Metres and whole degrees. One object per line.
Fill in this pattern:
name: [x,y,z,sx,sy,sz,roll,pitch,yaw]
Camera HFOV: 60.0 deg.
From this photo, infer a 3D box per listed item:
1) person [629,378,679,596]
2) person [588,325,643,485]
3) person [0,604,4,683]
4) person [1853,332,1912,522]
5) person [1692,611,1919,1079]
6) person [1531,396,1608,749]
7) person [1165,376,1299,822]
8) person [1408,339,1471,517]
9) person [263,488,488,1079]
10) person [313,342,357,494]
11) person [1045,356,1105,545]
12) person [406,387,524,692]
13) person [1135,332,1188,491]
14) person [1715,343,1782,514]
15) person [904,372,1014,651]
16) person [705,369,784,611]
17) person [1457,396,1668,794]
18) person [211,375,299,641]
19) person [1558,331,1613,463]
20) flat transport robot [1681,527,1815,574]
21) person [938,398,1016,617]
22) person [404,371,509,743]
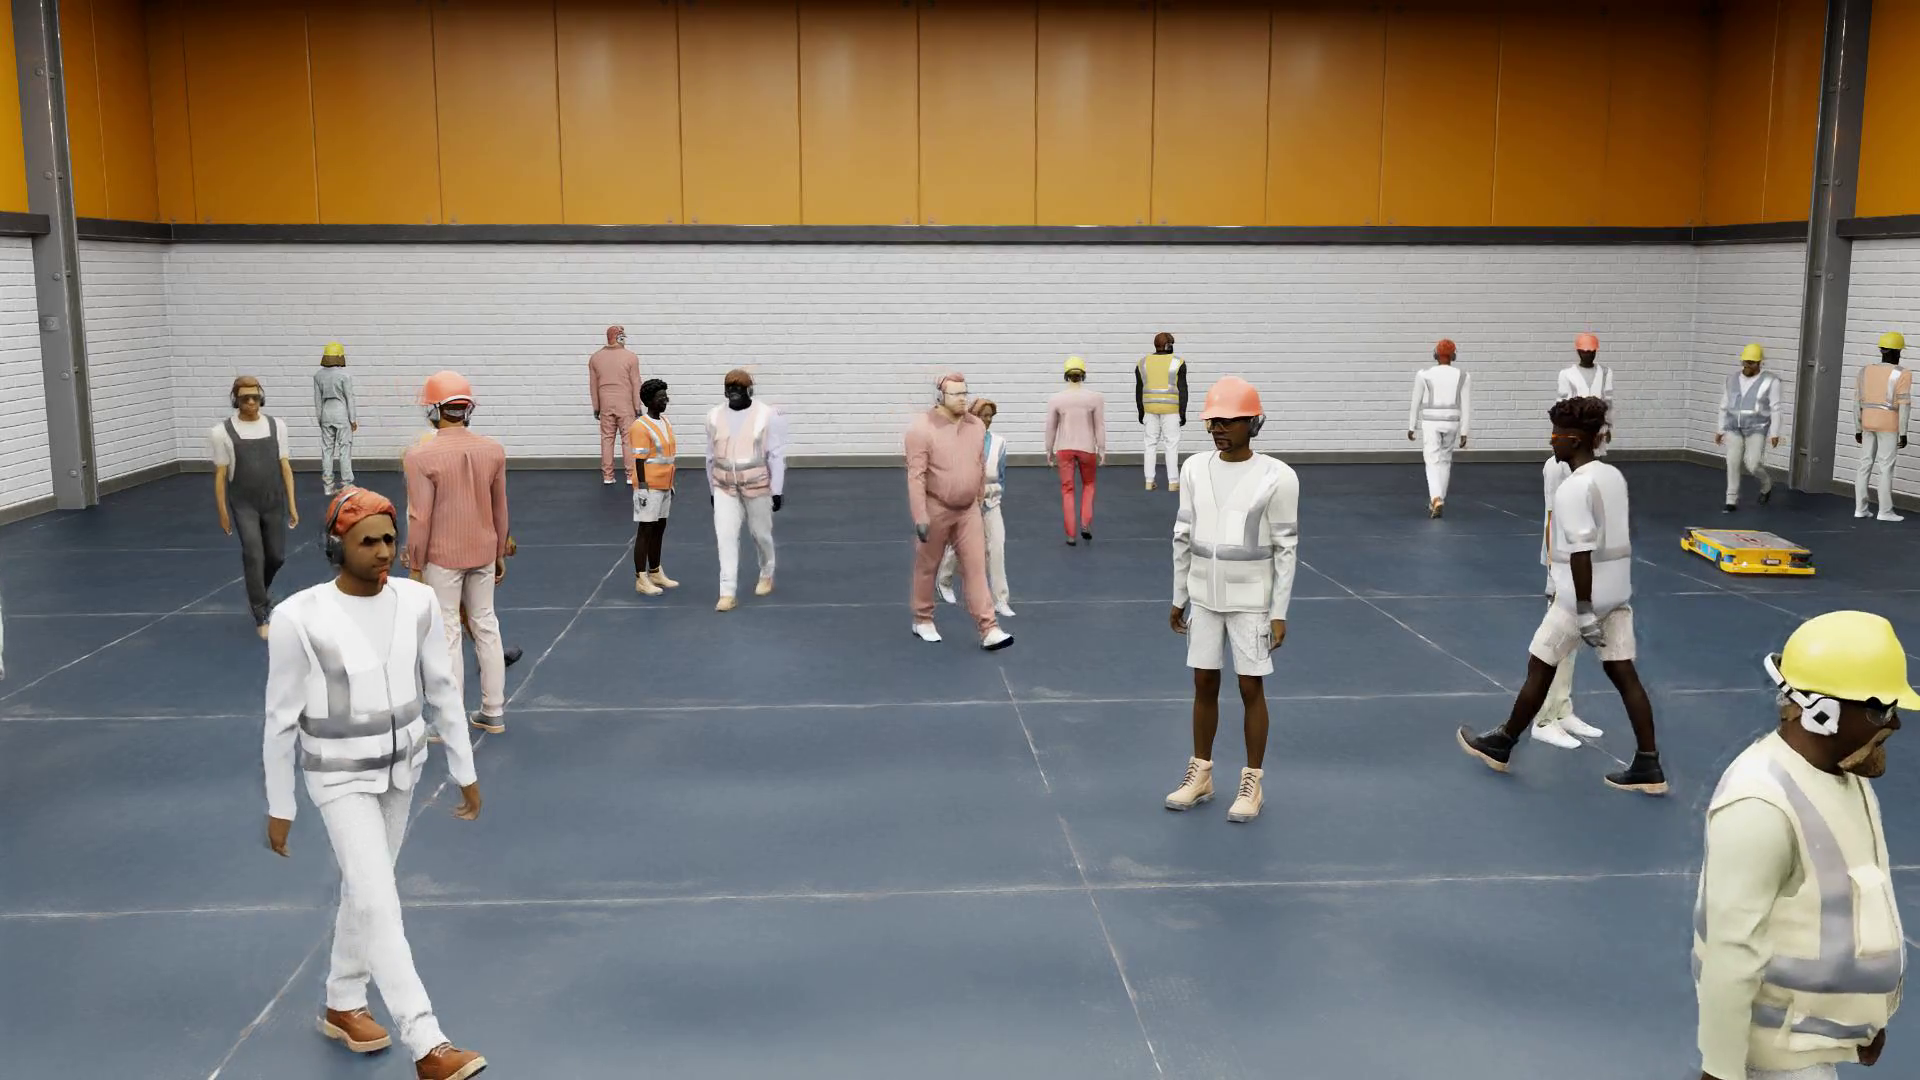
person: [-2.400,-0.421,13.080,0.317,1.695,0.540,3,9,16]
person: [-4.076,-1.599,19.835,0.641,1.904,0.401,2,9,13]
person: [-4.554,0.532,7.441,0.513,1.587,0.866,-4,10,-25]
person: [9.401,-1.153,16.954,0.386,1.927,0.589,-4,10,-25]
person: [1.868,1.039,3.595,0.768,1.796,0.617,8,12,41]
person: [3.280,0.163,8.881,0.328,1.870,0.510,8,12,42]
person: [1.233,0.272,7.641,0.605,2.045,0.381,7,11,36]
person: [5.010,-1.164,17.298,0.578,1.852,0.921,0,9,2]
person: [-1.746,0.769,5.142,0.942,1.839,0.611,6,11,34]
person: [-7.096,-1.381,18.959,0.493,1.743,0.295,2,9,12]
person: [1.070,-0.833,15.478,0.561,1.746,0.514,1,9,4]
person: [-3.073,-0.039,10.095,0.556,1.892,0.983,7,11,36]
person: [2.354,-1.489,19.346,0.624,1.841,0.430,4,10,26]
person: [8.279,-1.168,17.426,0.556,1.807,0.616,-7,12,-39]
person: [-0.035,-0.182,11.073,0.662,1.849,1.006,-5,11,-31]
person: [-1.623,-0.410,12.676,0.631,1.810,0.913,1,9,9]
person: [3.012,0.254,8.136,0.607,1.904,1.052,-8,12,-41]
person: [-4.925,-0.246,11.581,0.512,1.828,0.761,-8,12,-42]
person: [6.462,-1.204,17.273,0.547,1.926,0.606,1,9,4]
flat transport robot: [6.785,0.084,14.367,0.652,0.197,1.431,1,9,7]
person: [0.102,-0.267,12.428,0.511,1.605,0.845,-5,10,-27]
person: [-2.699,0.092,8.921,0.381,1.993,0.622,7,11,37]
